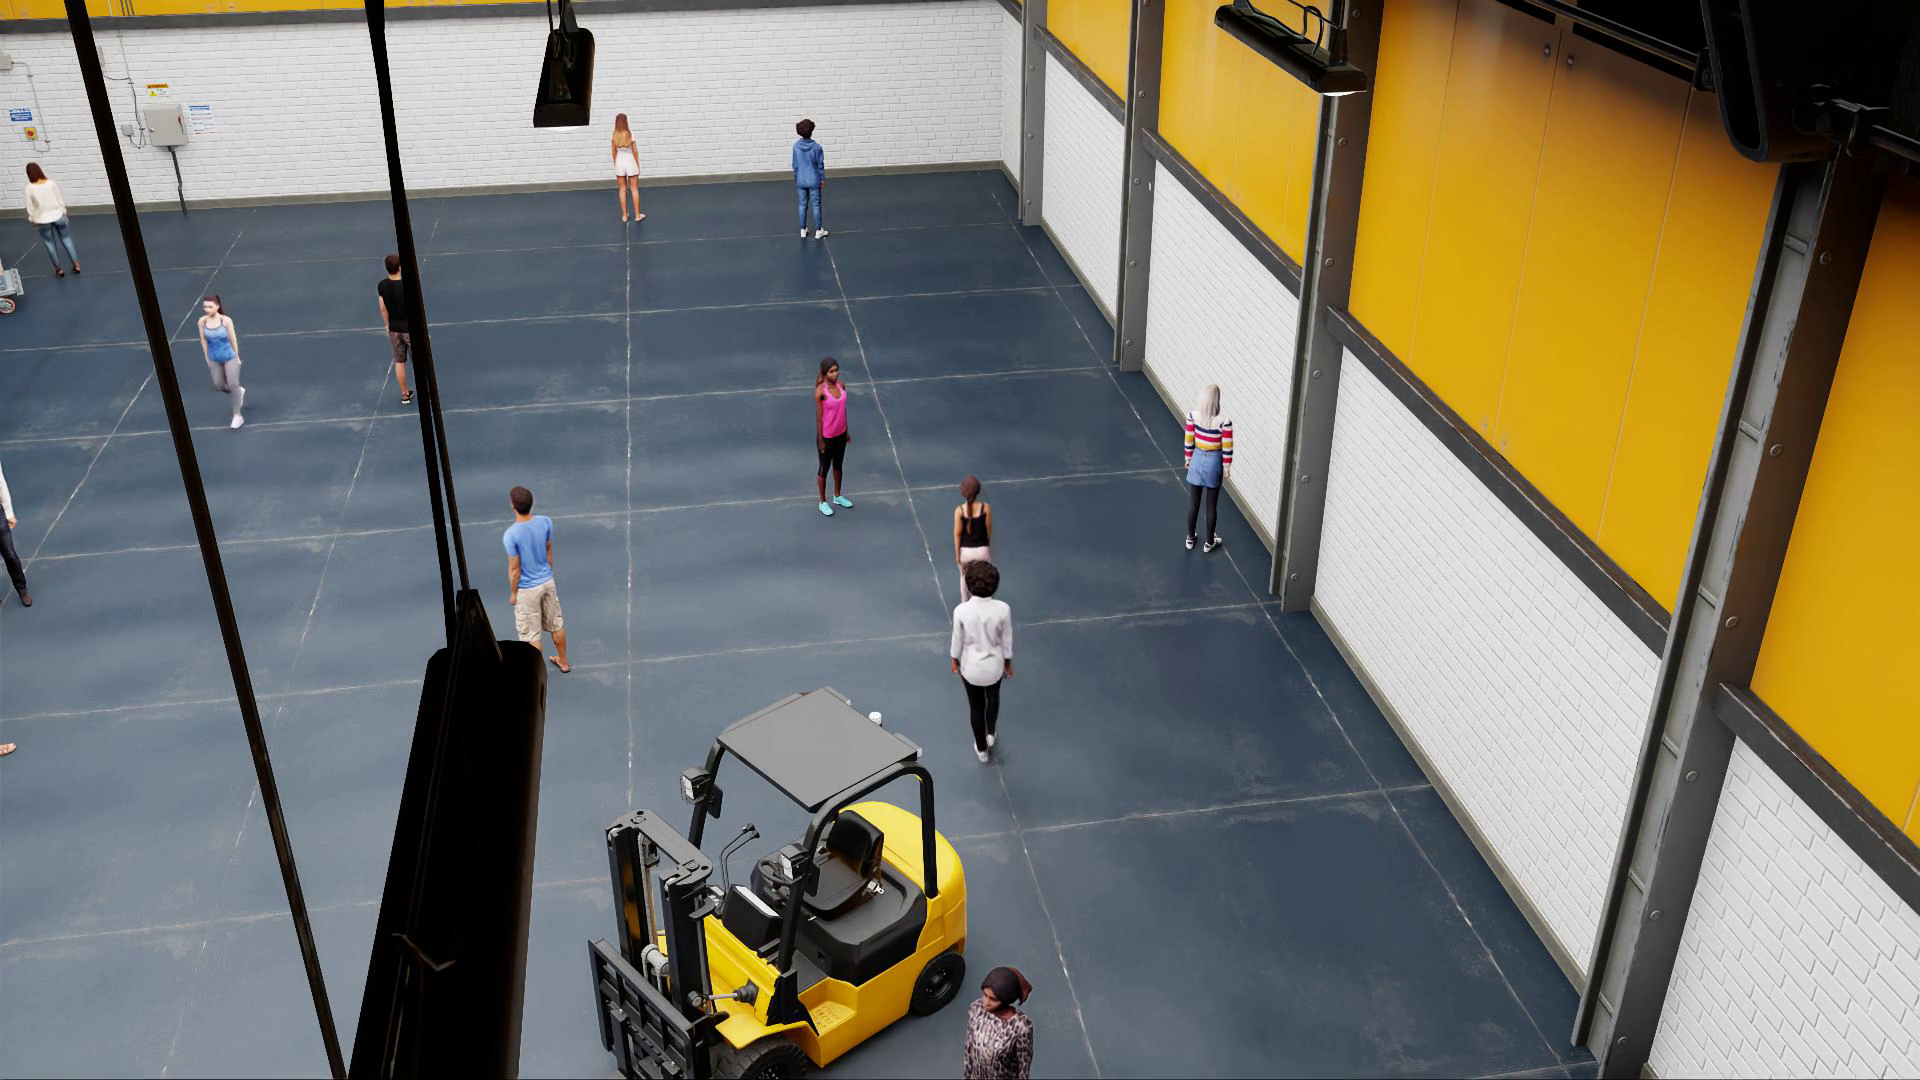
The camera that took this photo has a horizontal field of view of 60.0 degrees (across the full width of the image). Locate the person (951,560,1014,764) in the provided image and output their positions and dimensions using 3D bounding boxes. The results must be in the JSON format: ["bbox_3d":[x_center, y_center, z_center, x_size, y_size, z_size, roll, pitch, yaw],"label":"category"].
[{"bbox_3d":[0.196,1.028,13.413,0.663,1.799,0.678,-3,29,-6],"label":"person"}]

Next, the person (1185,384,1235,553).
[{"bbox_3d":[2.464,-0.735,16.635,0.720,1.809,0.741,14,32,24],"label":"person"}]

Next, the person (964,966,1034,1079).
[{"bbox_3d":[0.225,3.151,9.609,0.677,1.714,0.739,19,34,31],"label":"person"}]

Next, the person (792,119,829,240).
[{"bbox_3d":[-2.307,-5.520,25.404,0.748,1.811,0.735,8,30,14],"label":"person"}]

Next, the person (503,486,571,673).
[{"bbox_3d":[-3.716,0.389,14.518,0.767,1.863,0.727,22,35,34],"label":"person"}]

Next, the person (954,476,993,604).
[{"bbox_3d":[0.143,0.159,15.273,0.553,1.543,0.963,-3,29,-5],"label":"person"}]

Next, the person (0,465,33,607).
[{"bbox_3d":[-9.161,-0.213,15.614,0.720,1.871,0.668,-16,32,-27],"label":"person"}]

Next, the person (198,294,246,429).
[{"bbox_3d":[-8.561,-2.123,19.397,0.650,1.599,0.878,0,29,0],"label":"person"}]

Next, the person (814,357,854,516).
[{"bbox_3d":[-1.348,-1.113,17.417,0.657,1.722,0.693,-23,36,-36],"label":"person"}]

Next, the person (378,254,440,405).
[{"bbox_3d":[-6.641,-2.522,19.856,0.750,1.862,0.691,4,29,7],"label":"person"}]

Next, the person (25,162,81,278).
[{"bbox_3d":[-13.022,-4.571,23.805,0.736,1.676,0.724,-18,33,-29],"label":"person"}]

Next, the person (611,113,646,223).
[{"bbox_3d":[-5.253,-5.863,26.152,0.627,1.696,0.638,3,29,5],"label":"person"}]
